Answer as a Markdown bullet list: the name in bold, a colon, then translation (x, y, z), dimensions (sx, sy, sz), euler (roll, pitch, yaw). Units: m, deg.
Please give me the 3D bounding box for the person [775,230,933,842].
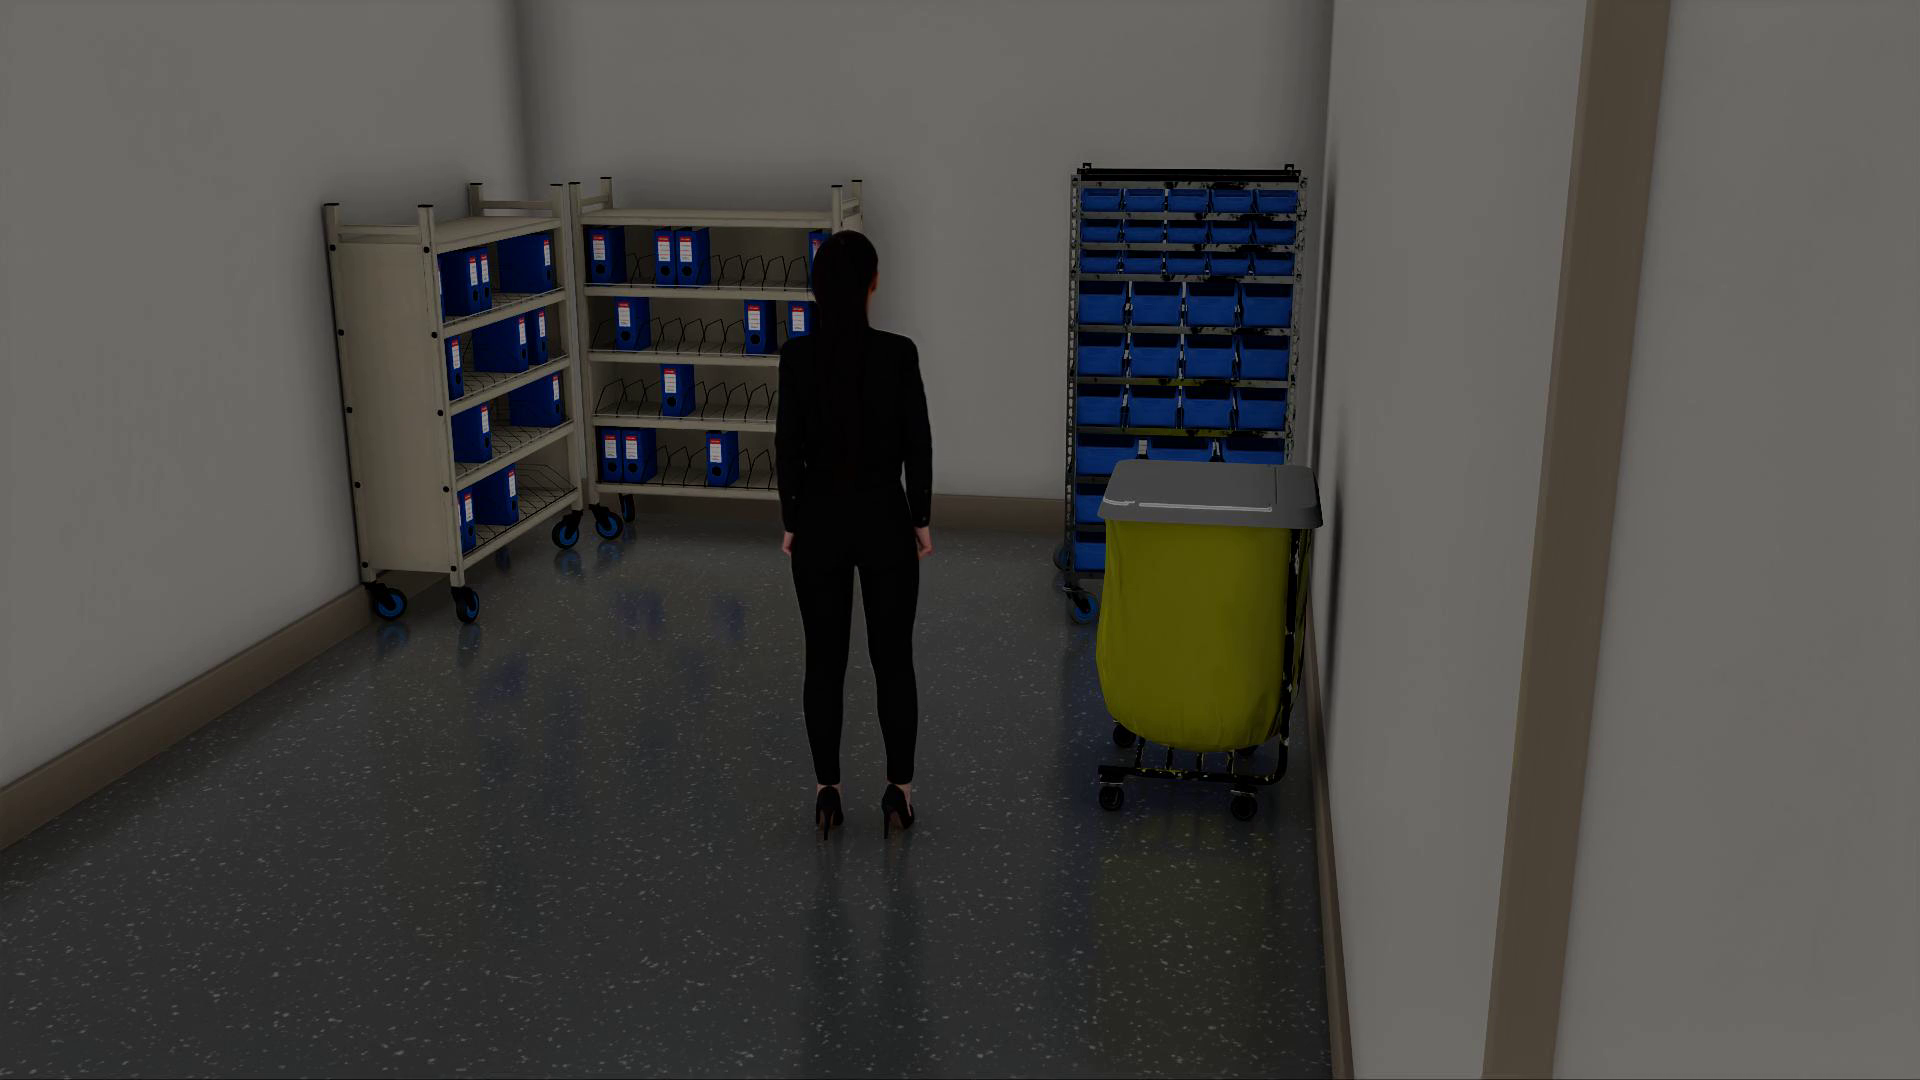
- **person**: translation (-0.287, 0.003, 4.598), dimensions (0.447, 1.713, 0.652), euler (1, 16, 4)
